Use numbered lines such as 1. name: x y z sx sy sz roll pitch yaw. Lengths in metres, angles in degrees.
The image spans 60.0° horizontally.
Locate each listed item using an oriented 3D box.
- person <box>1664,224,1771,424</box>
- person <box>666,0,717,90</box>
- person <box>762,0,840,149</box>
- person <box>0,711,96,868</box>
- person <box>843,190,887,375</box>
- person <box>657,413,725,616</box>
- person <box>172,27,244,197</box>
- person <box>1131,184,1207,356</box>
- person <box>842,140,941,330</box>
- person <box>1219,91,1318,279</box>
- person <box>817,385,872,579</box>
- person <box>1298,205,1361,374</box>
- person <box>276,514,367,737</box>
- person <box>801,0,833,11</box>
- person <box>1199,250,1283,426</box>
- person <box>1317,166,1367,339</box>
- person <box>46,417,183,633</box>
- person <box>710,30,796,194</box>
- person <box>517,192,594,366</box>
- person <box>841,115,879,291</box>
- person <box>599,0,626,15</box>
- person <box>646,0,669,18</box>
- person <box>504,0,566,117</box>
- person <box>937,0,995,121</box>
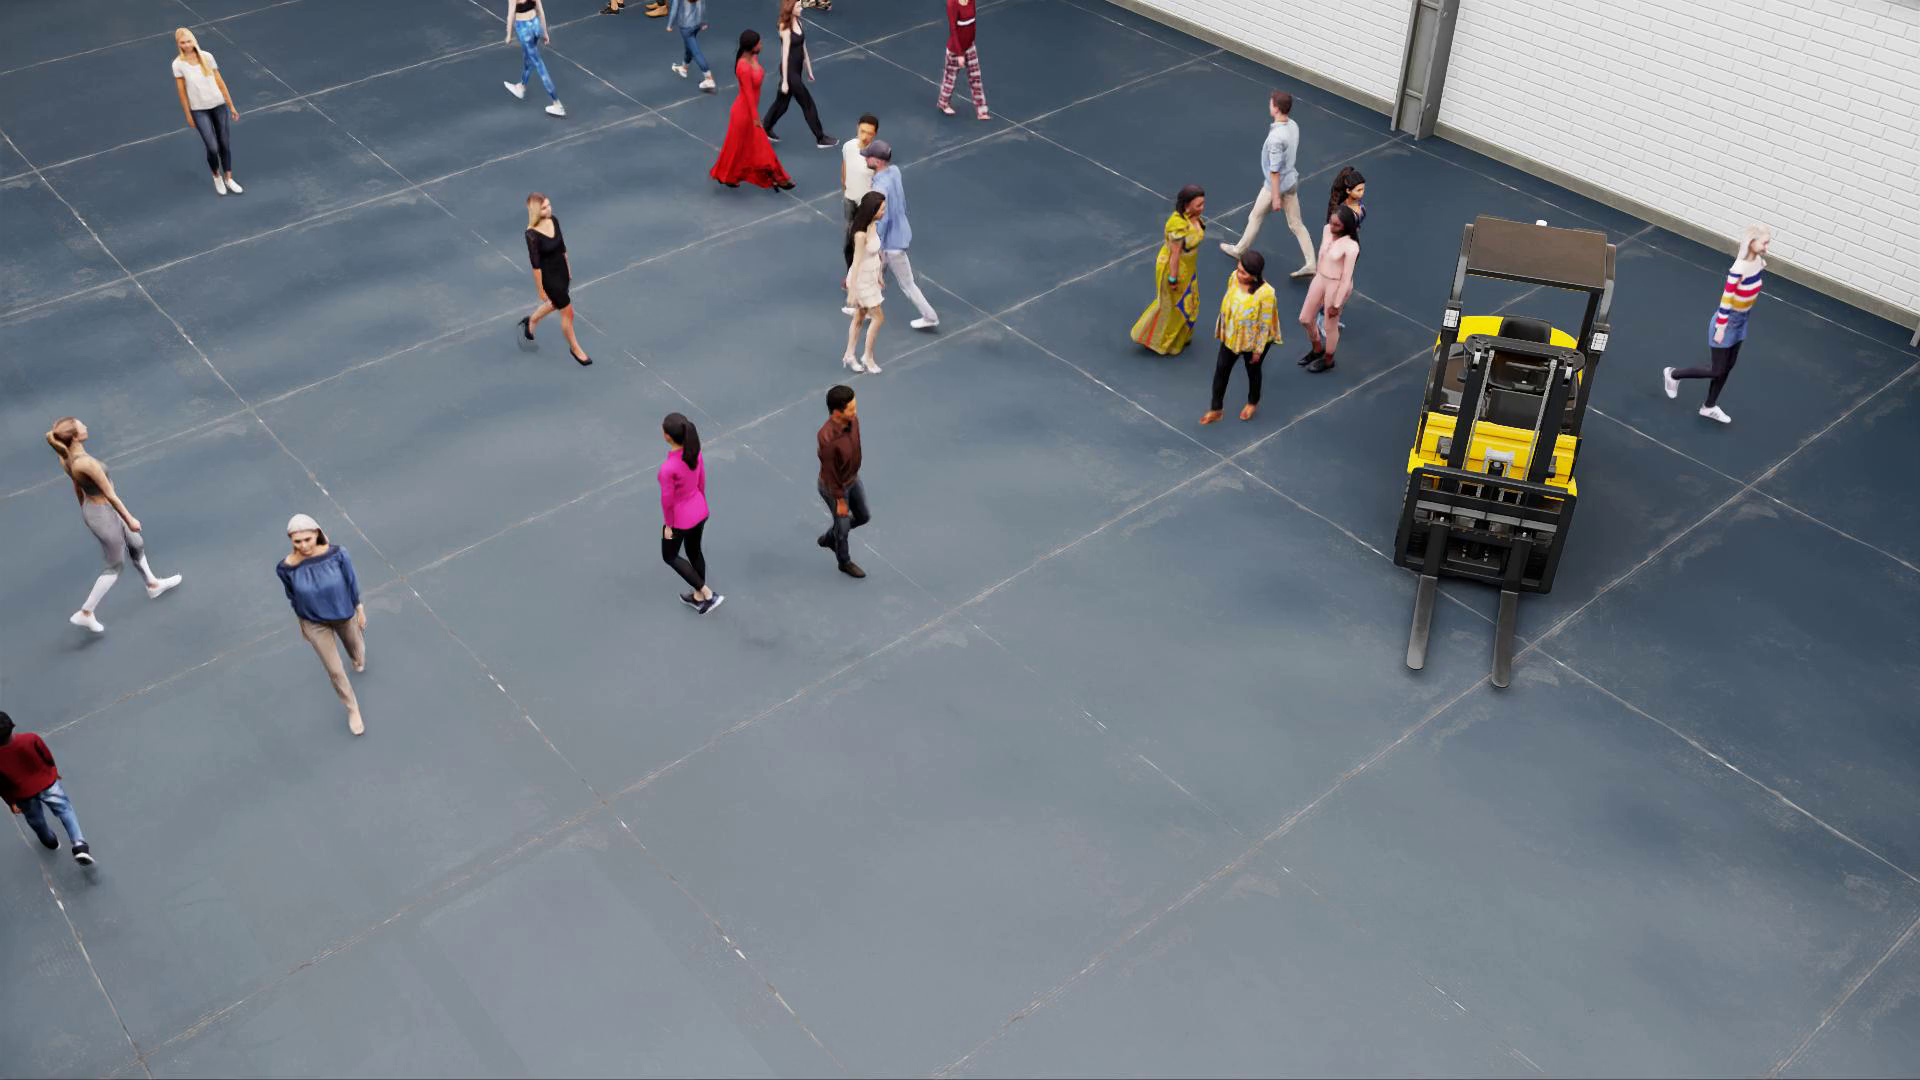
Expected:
1. person: 6.360 -1.834 13.903 0.649 1.798 0.860 -28 46 -31
2. person: -3.089 -5.957 19.352 1.051 1.441 0.719 26 45 29
3. person: -1.912 -5.067 18.041 1.234 1.686 1.058 10 40 12
4. person: -5.636 1.520 10.149 0.497 1.242 0.771 -28 46 -31
5. person: -0.925 -2.236 14.480 0.825 1.705 0.781 11 40 14
6. person: -1.881 -0.131 11.869 0.787 1.686 0.705 20 43 23
7. person: -7.795 -4.439 17.166 0.608 1.796 0.632 31 48 33
8. person: 1.889 -2.390 14.734 0.986 1.640 0.946 15 41 18
9. person: -0.521 -2.686 14.943 1.251 1.831 1.137 8 39 10
10. person: 3.109 -3.289 15.729 1.348 1.792 0.874 23 44 26
11. person: -0.953 -0.410 12.156 0.811 1.753 0.766 16 41 20
12. person: 3.294 -2.169 14.401 0.811 1.699 0.648 -14 41 -17
13. person: -4.206 0.486 11.102 0.811 1.679 1.054 -14 41 -17
14. person: -1.806 -7.616 21.151 0.746 1.789 0.714 26 45 28
15. person: 2.444 -1.706 13.875 0.772 1.633 0.776 32 48 34
16. person: 3.441 -2.593 14.998 0.612 1.617 0.658 26 46 29
17. person: -6.148 -0.095 11.822 1.047 1.677 0.737 28 46 30
18. person: -2.287 -4.365 17.132 1.204 1.734 1.072 6 39 7
19. person: -3.631 -2.302 14.606 1.067 1.652 0.875 14 41 17
20. person: -0.887 -3.211 15.661 0.870 1.766 0.912 24 45 27
21. person: -4.505 -7.643 21.135 0.717 1.850 0.696 10 40 12
22. person: -3.913 -7.534 21.111 0.760 1.710 0.658 -4 39 -5
23. person: -4.751 -5.584 18.653 1.214 1.740 0.813 21 43 24
24. person: -0.052 -5.537 18.645 0.675 1.666 1.028 -30 47 -32
